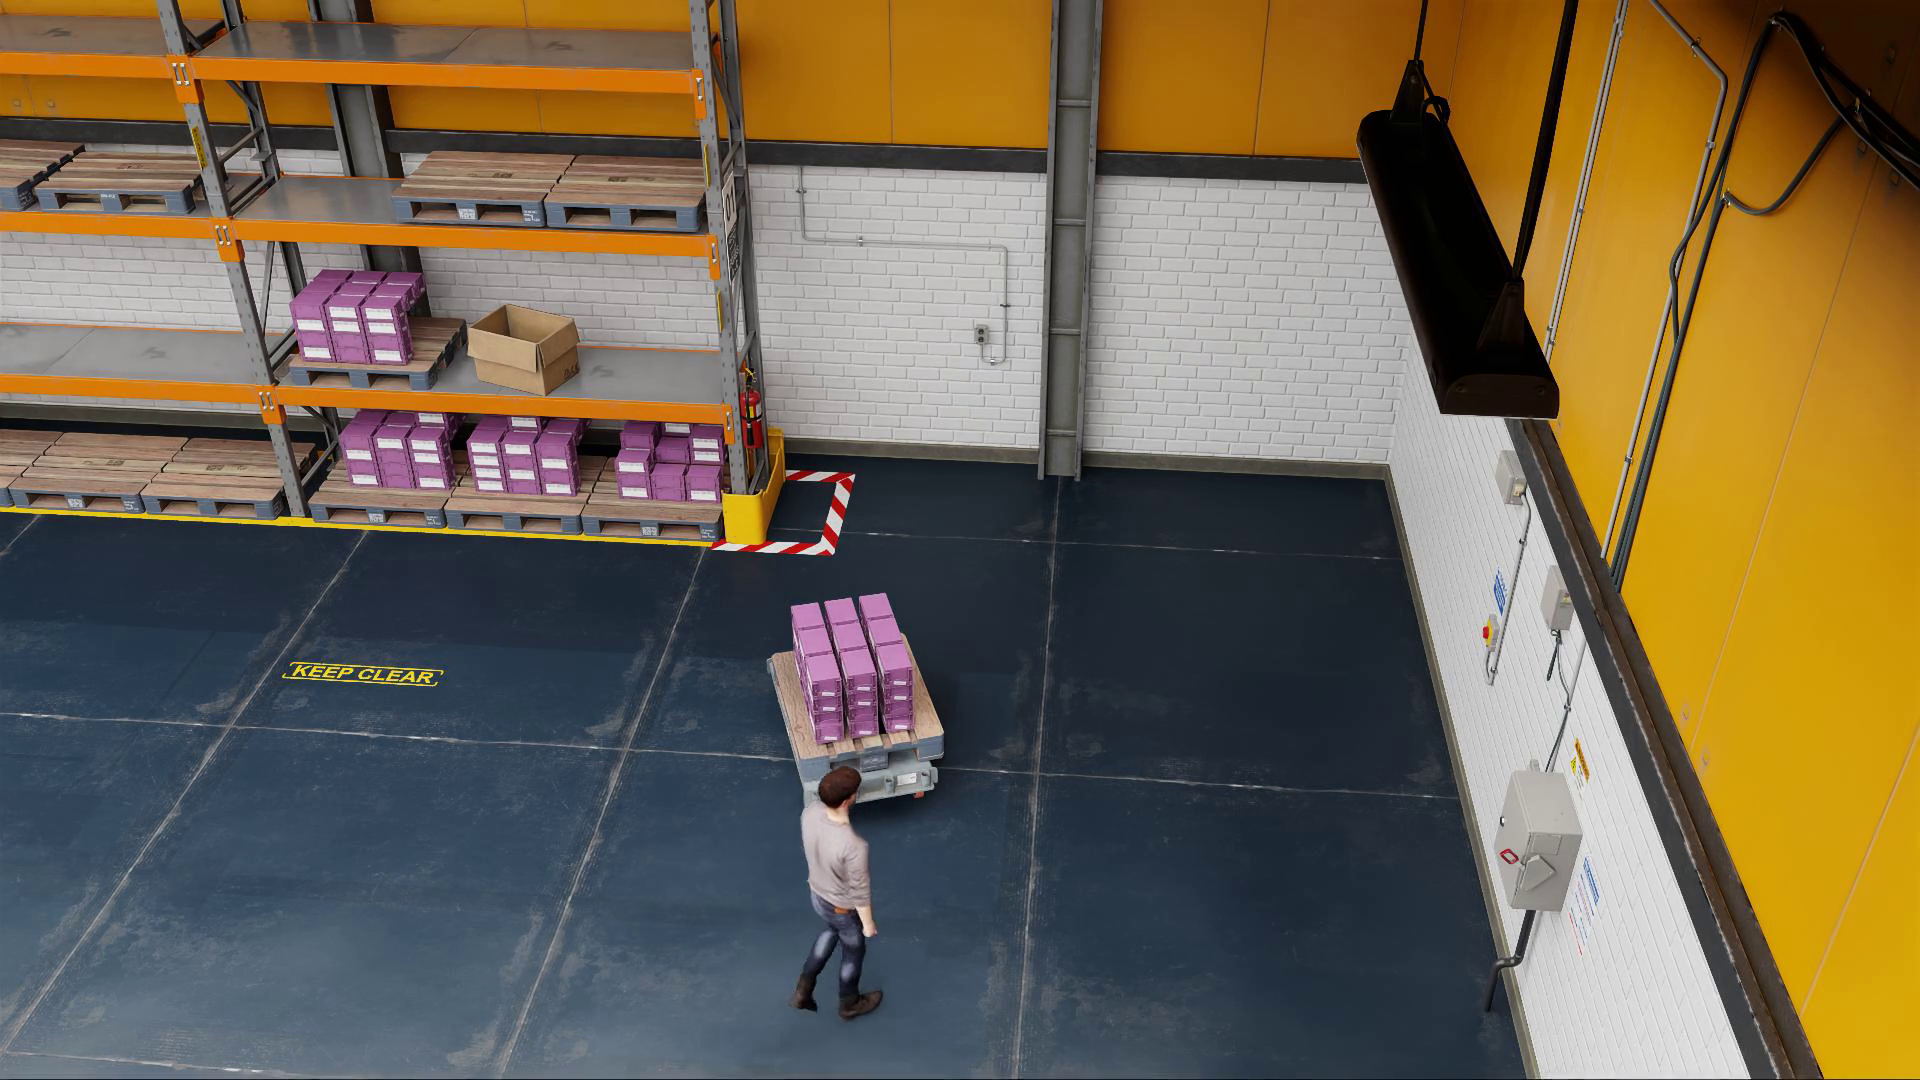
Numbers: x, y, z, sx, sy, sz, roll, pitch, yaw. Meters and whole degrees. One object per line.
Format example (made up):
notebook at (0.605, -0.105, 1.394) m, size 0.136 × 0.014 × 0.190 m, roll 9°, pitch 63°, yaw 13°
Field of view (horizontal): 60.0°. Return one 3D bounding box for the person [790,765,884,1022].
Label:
person at (-0.766, 2.103, 9.554) m, size 1.003 × 1.893 × 0.946 m, roll -27°, pitch 42°, yaw -34°
